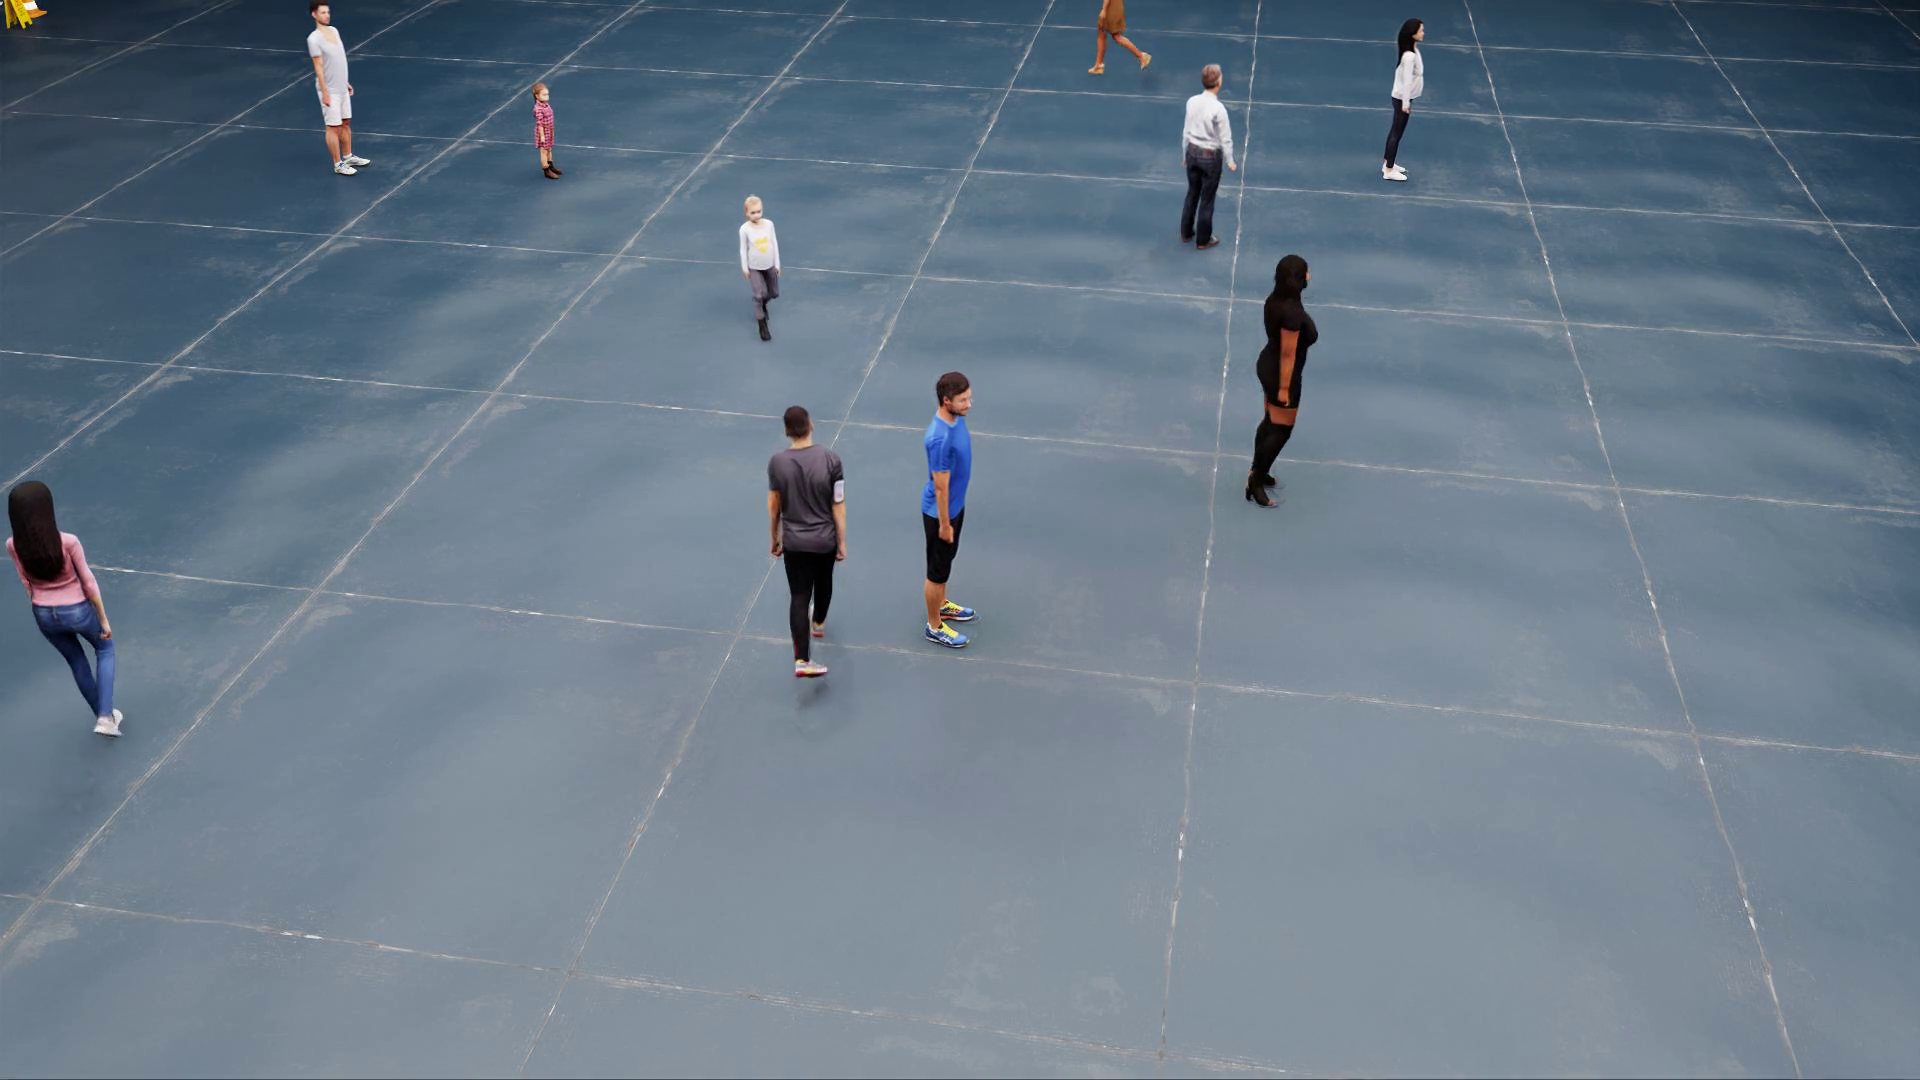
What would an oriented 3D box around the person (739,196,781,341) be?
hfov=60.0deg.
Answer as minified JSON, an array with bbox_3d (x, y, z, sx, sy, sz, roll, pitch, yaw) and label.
[{"bbox_3d":[-1.765,-2.421,14.589,0.743,1.268,0.771,-15,35,-22],"label":"person"}]

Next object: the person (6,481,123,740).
[{"bbox_3d":[-5.156,0.480,9.557,0.756,1.731,0.774,-6,33,-10],"label":"person"}]

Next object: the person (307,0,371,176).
[{"bbox_3d":[-6.789,-4.914,17.996,0.560,1.850,0.670,6,33,10],"label":"person"}]

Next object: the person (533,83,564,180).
[{"bbox_3d":[-4.503,-4.452,18.040,0.441,1.021,0.425,6,33,10],"label":"person"}]

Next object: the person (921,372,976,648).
[{"bbox_3d":[-0.096,-0.216,10.534,0.552,1.866,0.602,6,33,10],"label":"person"}]

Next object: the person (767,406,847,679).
[{"bbox_3d":[-0.926,0.060,10.231,1.126,1.722,0.869,0,32,0],"label":"person"}]

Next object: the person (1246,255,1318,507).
[{"bbox_3d":[2.307,-1.135,12.030,0.745,1.824,0.827,4,32,6],"label":"person"}]

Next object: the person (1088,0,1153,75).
[{"bbox_3d":[2.007,-6.631,20.899,1.032,1.657,0.580,4,32,6],"label":"person"}]

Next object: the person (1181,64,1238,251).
[{"bbox_3d":[2.346,-3.681,16.075,0.855,1.815,0.777,-26,40,-35],"label":"person"}]

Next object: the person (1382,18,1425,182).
[{"bbox_3d":[4.762,-4.747,17.872,0.533,1.700,0.606,6,33,10],"label":"person"}]
